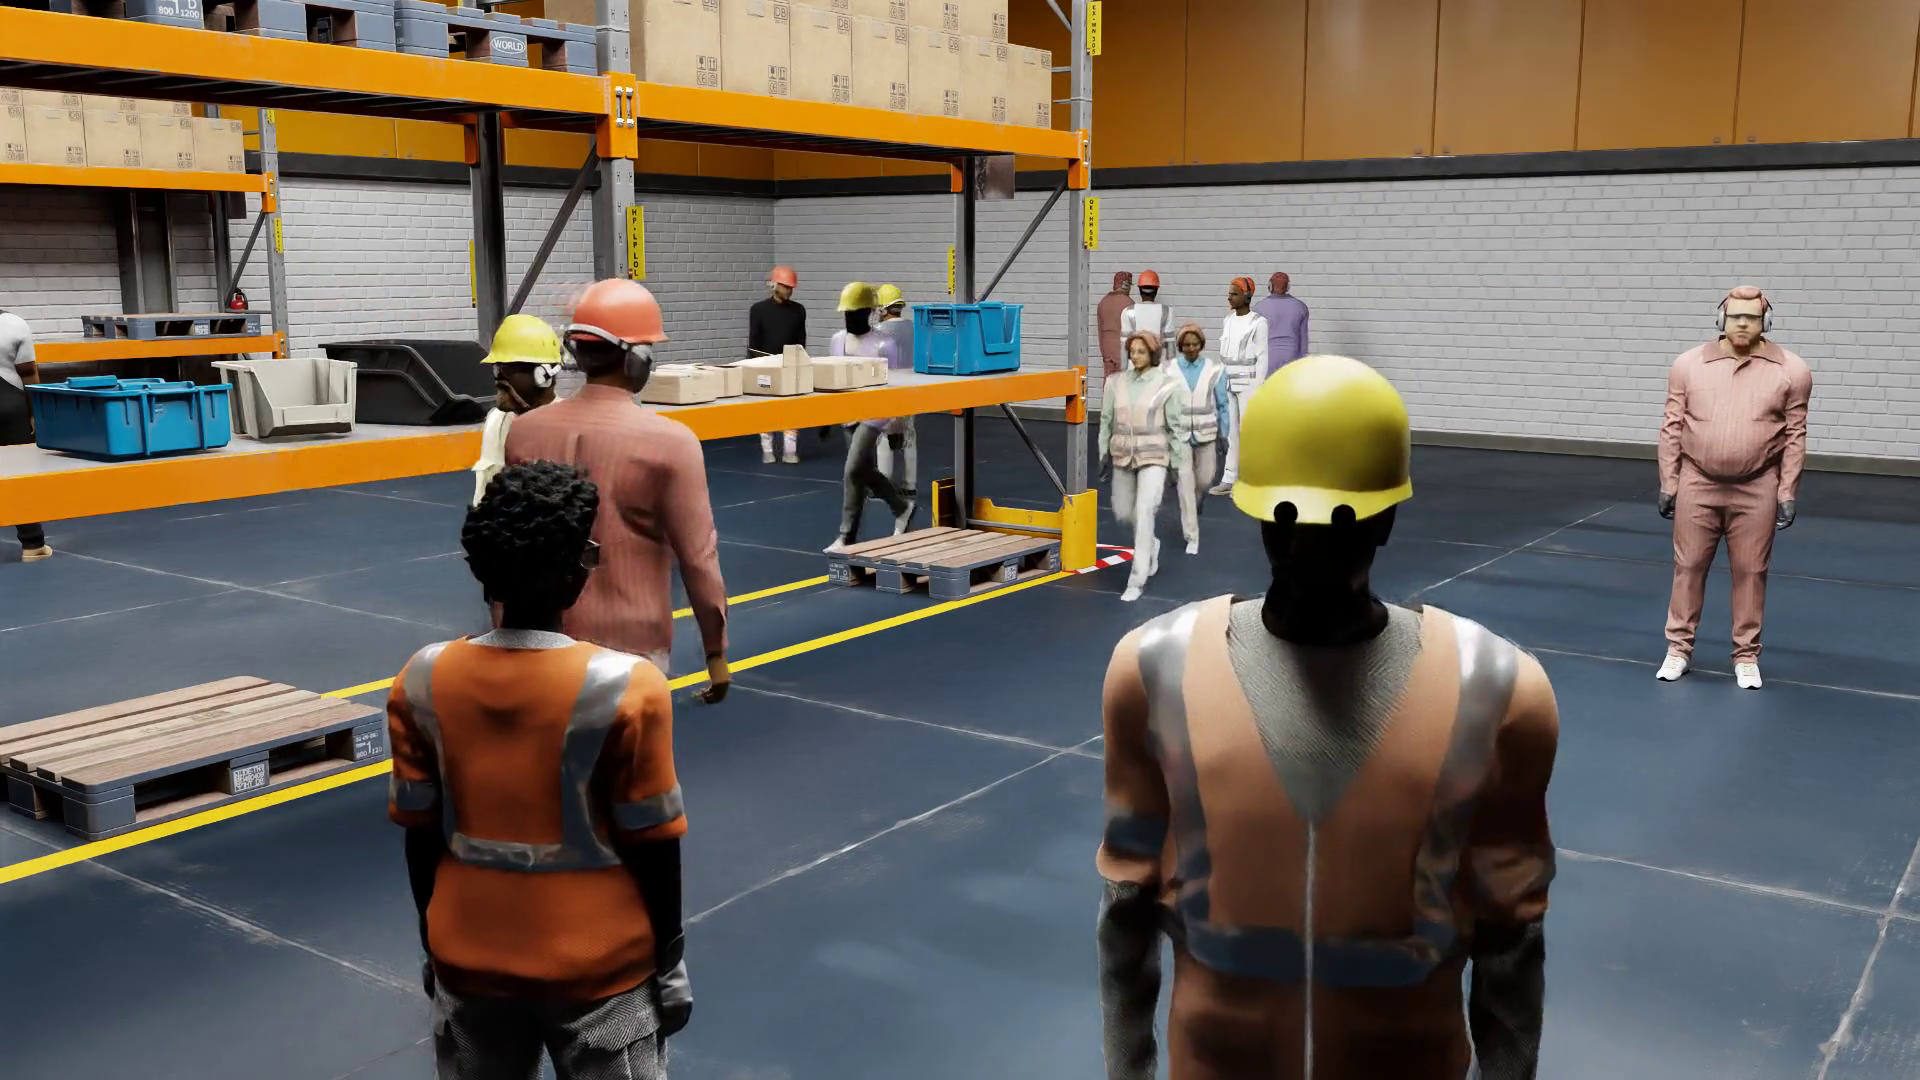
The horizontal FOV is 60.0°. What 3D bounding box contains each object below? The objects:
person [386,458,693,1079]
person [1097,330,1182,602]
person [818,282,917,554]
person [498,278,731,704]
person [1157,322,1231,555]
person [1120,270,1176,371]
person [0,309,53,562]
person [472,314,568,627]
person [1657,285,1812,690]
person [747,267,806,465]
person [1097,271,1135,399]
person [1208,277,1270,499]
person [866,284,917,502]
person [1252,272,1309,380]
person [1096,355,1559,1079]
[{"bbox_3d":[-0.697,0.711,2.824,0.533,1.697,0.322,3,10,17],"label":"person"},{"bbox_3d":[1.115,-0.473,10.108,0.521,1.619,0.685,6,11,31],"label":"person"},{"bbox_3d":[-0.631,-0.872,11.716,0.907,1.892,0.598,-9,13,-44],"label":"person"},{"bbox_3d":[-0.933,0.260,4.696,0.651,1.964,0.742,4,10,22],"label":"person"},{"bbox_3d":[1.630,-0.735,11.715,0.528,1.610,0.717,1,10,5],"label":"person"},{"bbox_3d":[1.868,-1.718,16.584,0.551,1.932,0.378,1,10,4],"label":"person"},{"bbox_3d":[-6.500,-0.857,11.142,0.677,2.000,0.536,-3,10,-15],"label":"person"},{"bbox_3d":[-1.527,0.112,5.987,0.587,1.835,0.404,7,12,37],"label":"person"},{"bbox_3d":[3.656,-0.248,7.916,0.643,1.908,0.411,5,11,26],"label":"person"},{"bbox_3d":[-1.795,-1.709,16.449,0.642,1.952,0.794,-3,10,-19],"label":"person"},{"bbox_3d":[1.905,-2.212,19.631,0.407,1.902,0.639,-7,12,-34],"label":"person"},{"bbox_3d":[2.388,-1.291,14.198,0.354,1.883,0.573,-5,11,-27],"label":"person"},{"bbox_3d":[-0.570,-1.233,14.030,0.599,1.826,0.403,-8,13,-41],"label":"person"},{"bbox_3d":[3.439,-1.941,18.005,0.651,1.904,0.403,-1,10,-5],"label":"person"},{"bbox_3d":[0.476,0.702,2.254,0.588,1.913,0.537,2,10,14],"label":"person"}]
